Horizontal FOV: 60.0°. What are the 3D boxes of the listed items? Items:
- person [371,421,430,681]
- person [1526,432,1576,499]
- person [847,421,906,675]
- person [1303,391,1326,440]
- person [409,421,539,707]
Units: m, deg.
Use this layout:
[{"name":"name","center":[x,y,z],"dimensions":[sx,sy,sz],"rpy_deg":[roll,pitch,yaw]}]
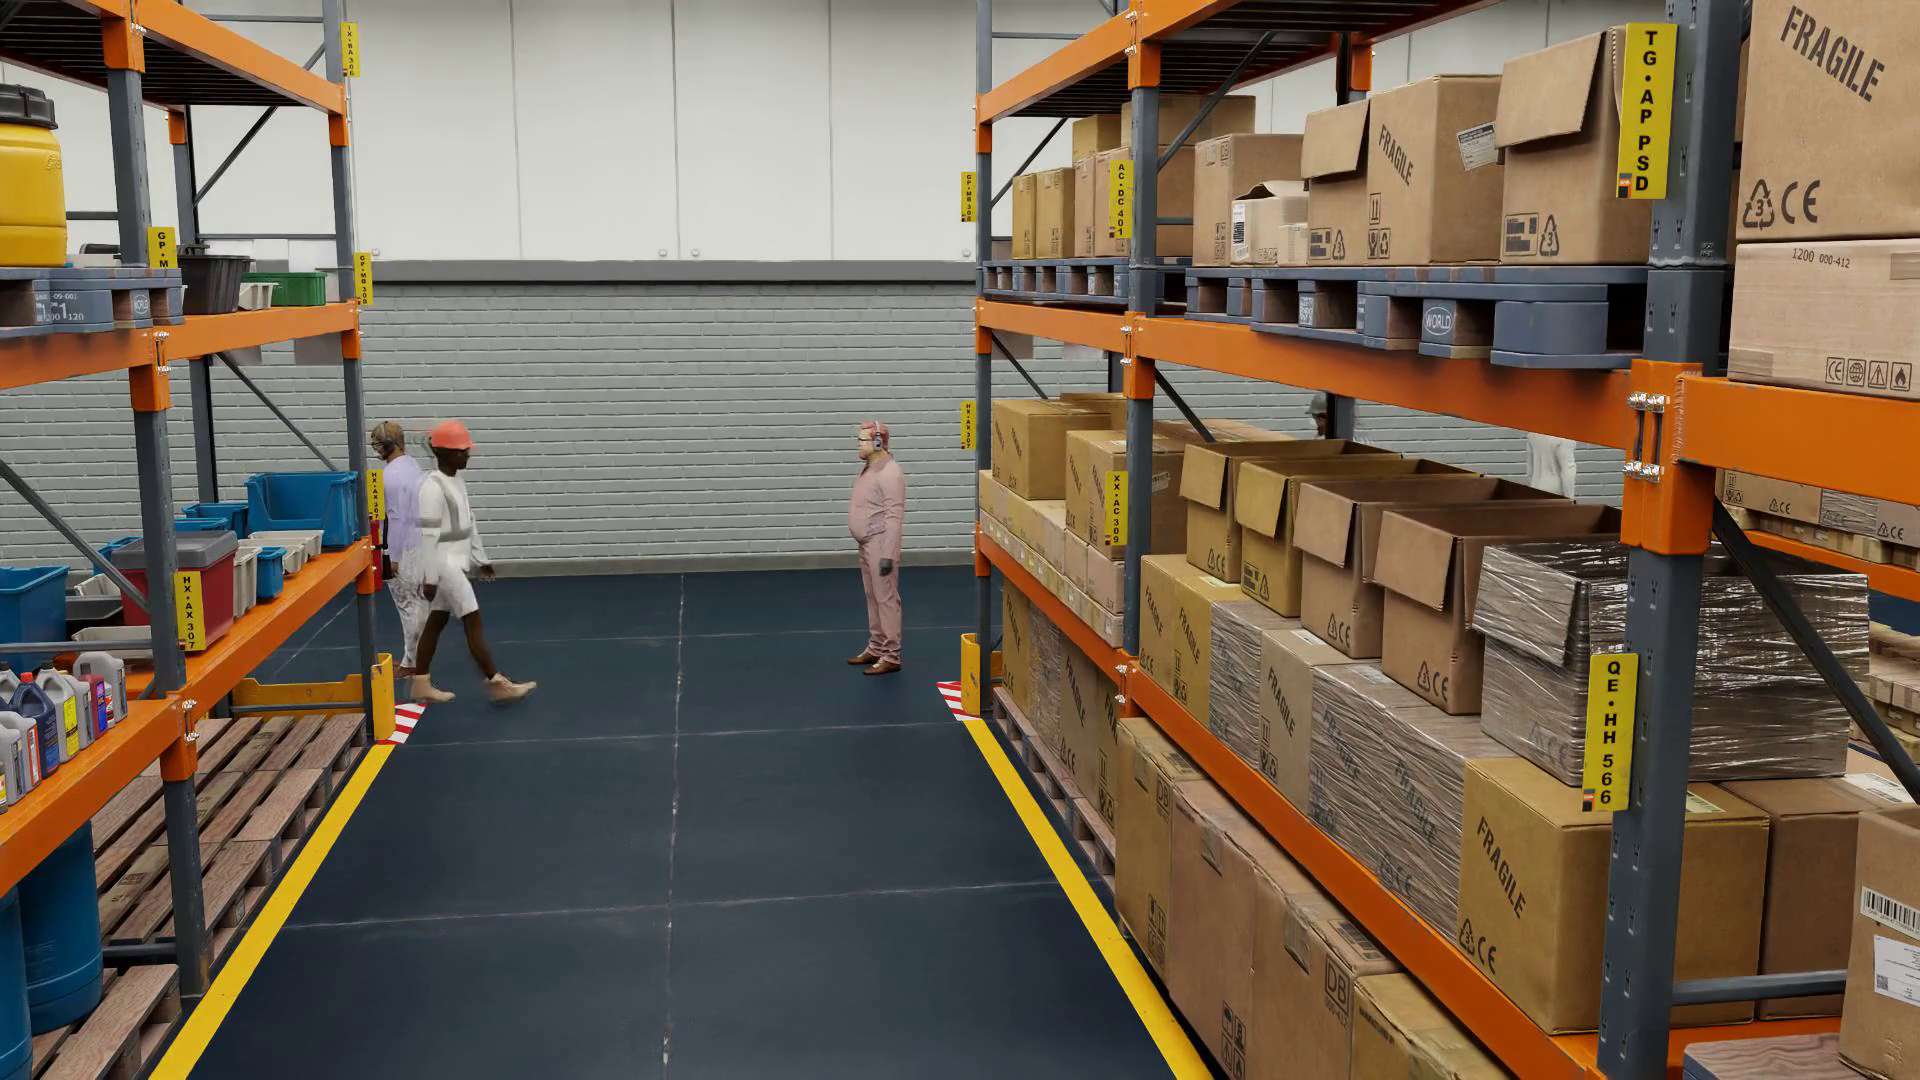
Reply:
[{"name":"person","center":[-4.146,0.080,12.341],"dimensions":[0.377,1.933,0.628],"rpy_deg":[-1,9,-5]},{"name":"person","center":[5.461,-0.412,15.348],"dimensions":[0.370,1.940,0.627],"rpy_deg":[-2,10,-14]},{"name":"person","center":[-0.644,0.056,12.558],"dimensions":[0.404,1.911,0.636],"rpy_deg":[-3,10,-20]},{"name":"person","center":[3.253,-0.317,14.454],"dimensions":[0.849,2.000,0.687],"rpy_deg":[0,9,1]},{"name":"person","center":[-3.421,0.171,11.557],"dimensions":[0.995,1.994,0.637],"rpy_deg":[-1,9,-5]}]
